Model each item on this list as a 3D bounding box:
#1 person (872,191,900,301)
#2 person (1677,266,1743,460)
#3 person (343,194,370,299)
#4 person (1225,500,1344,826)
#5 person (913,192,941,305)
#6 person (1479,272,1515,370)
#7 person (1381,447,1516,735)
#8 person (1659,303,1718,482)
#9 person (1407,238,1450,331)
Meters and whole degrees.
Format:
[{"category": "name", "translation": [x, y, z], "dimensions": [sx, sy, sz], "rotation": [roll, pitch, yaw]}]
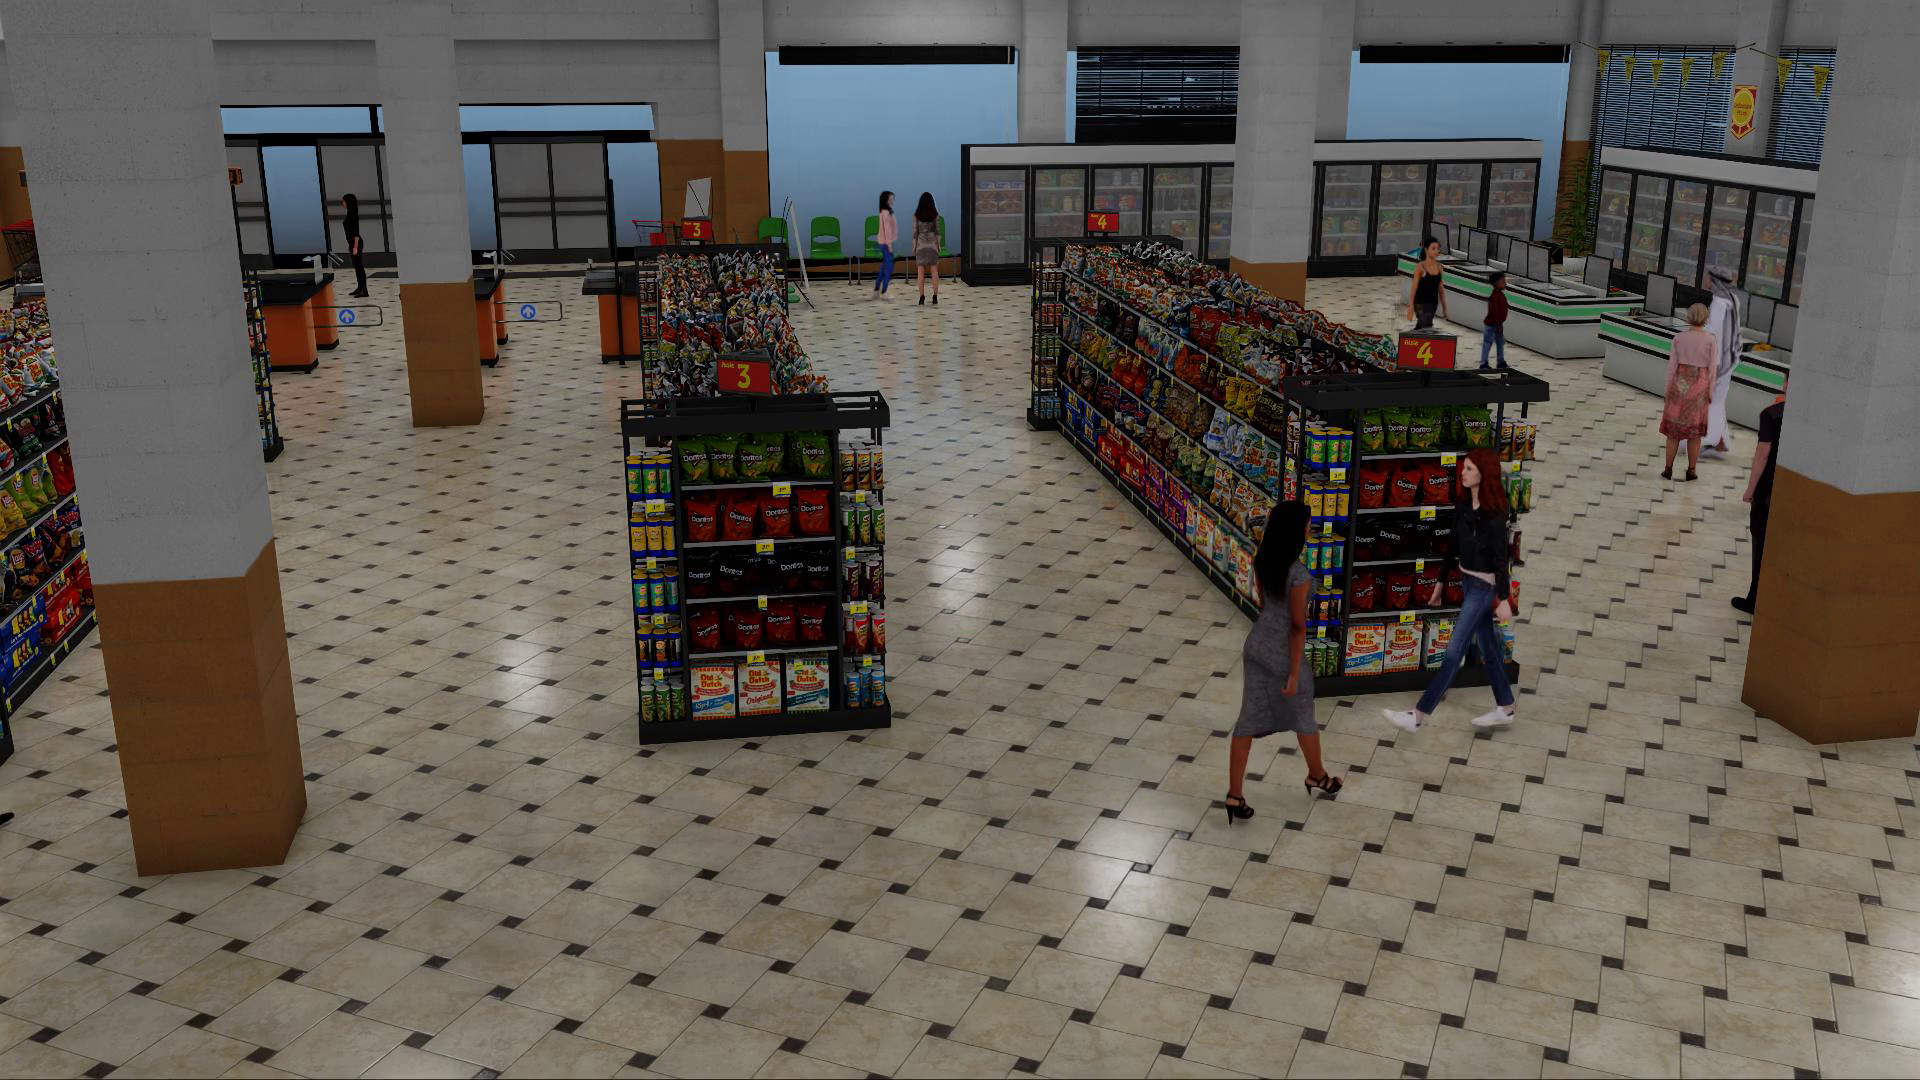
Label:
[{"category": "person", "translation": [-1.184, -4.671, 26.410], "dimensions": [0.904, 1.726, 0.660], "rotation": [-4, 17, -12]}, {"category": "person", "translation": [7.524, -1.720, 16.386], "dimensions": [1.006, 1.905, 0.945], "rotation": [12, 21, 34]}, {"category": "person", "translation": [-9.759, -4.762, 26.857], "dimensions": [0.695, 1.642, 0.558], "rotation": [-10, 20, -31]}, {"category": "person", "translation": [1.591, 0.683, 8.739], "dimensions": [0.926, 1.749, 1.041], "rotation": [-12, 21, -35]}, {"category": "person", "translation": [-0.520, -4.557, 26.001], "dimensions": [0.602, 1.746, 0.533], "rotation": [-1, 17, -5]}, {"category": "person", "translation": [6.625, -2.716, 20.800], "dimensions": [0.732, 1.245, 0.675], "rotation": [10, 20, 31]}, {"category": "person", "translation": [3.157, 0.333, 9.903], "dimensions": [0.678, 1.743, 1.070], "rotation": [-4, 17, -14]}, {"category": "person", "translation": [6.880, -1.396, 15.692], "dimensions": [0.686, 1.687, 0.719], "rotation": [7, 18, 22]}, {"category": "person", "translation": [5.640, -2.829, 20.400], "dimensions": [0.832, 1.695, 1.156], "rotation": [-9, 19, -27]}]
